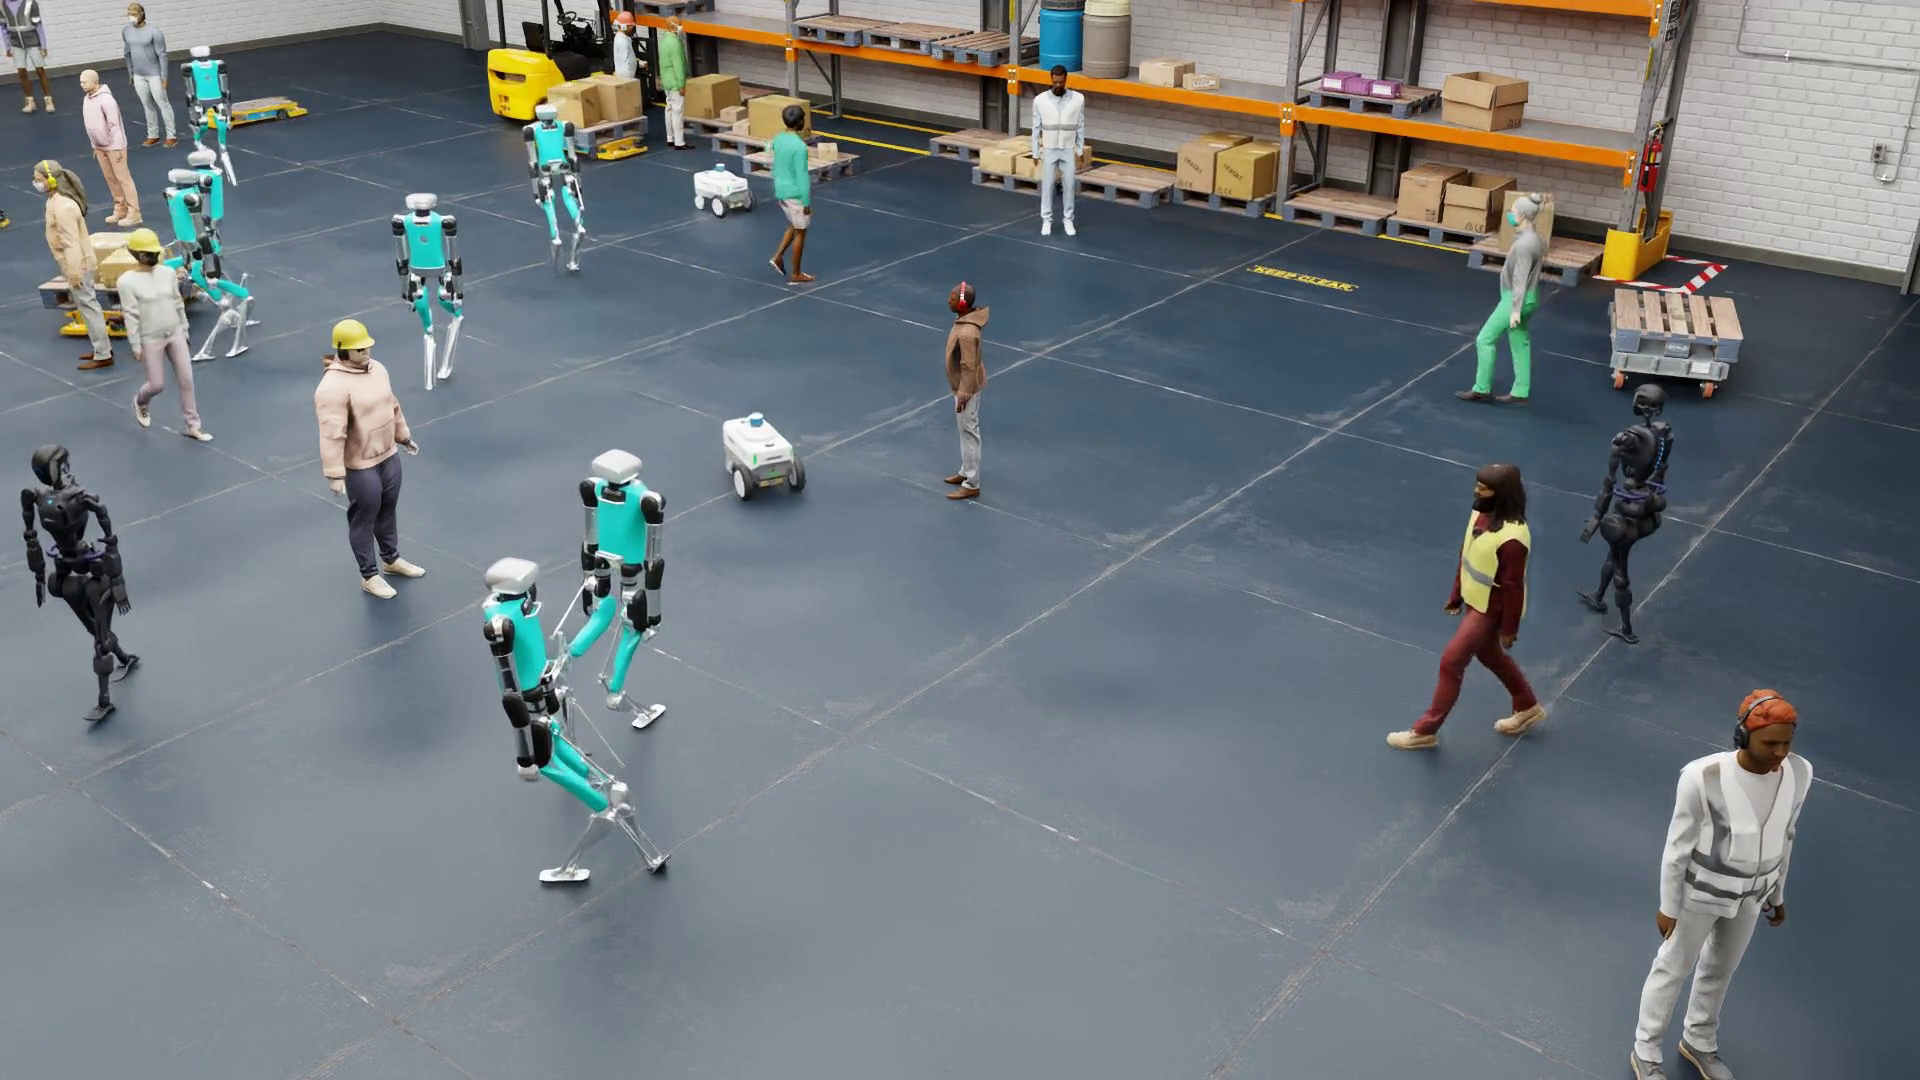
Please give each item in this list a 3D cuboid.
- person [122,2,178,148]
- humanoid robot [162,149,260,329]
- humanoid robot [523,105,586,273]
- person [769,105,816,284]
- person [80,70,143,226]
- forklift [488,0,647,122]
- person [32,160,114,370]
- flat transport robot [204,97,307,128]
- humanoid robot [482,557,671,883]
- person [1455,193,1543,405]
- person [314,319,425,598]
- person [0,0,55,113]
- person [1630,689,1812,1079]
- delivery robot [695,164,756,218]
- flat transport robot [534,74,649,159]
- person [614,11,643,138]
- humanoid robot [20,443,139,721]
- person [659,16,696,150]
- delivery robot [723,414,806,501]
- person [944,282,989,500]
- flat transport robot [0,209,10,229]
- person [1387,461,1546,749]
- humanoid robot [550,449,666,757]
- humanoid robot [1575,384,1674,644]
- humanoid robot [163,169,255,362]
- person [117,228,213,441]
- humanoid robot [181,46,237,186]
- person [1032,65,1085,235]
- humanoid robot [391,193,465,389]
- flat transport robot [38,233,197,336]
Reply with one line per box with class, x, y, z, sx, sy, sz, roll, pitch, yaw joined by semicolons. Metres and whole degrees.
person;-11.159;-6.385;22.876;0.630;1.940;0.372;5;26;10
humanoid robot;-7.308;-2.768;15.689;1.047;1.769;0.548;-5;26;-10
humanoid robot;-4.148;-3.569;17.307;0.540;1.804;0.796;-12;28;-23
person;-1.701;-3.533;17.086;0.450;1.839;0.517;-19;32;-34
person;-9.834;-4.541;19.247;0.519;1.777;0.409;14;29;26
forklift;-5.874;-7.334;24.552;1.214;2.155;2.313;19;32;34
person;-7.866;-2.454;14.818;0.395;1.871;0.557;-13;29;-25
flat transport robot;-10.542;-6.353;24.727;0.659;0.231;1.431;21;33;36
humanoid robot;-1.775;0.951;7.996;0.855;1.852;0.558;0;26;0
person;4.573;-2.032;13.987;0.712;1.817;0.566;13;29;25
person;-3.885;-0.549;10.871;0.407;1.867;0.804;8;27;17
person;-14.034;-7.442;24.965;0.607;2.035;0.416;-4;26;-8
person;3.085;1.442;6.729;0.571;1.882;0.356;-6;26;-11
delivery robot;-2.848;-4.190;19.926;0.499;0.601;0.802;-23;34;-39
flat transport robot;-5.050;-5.454;22.865;1.431;0.231;0.659;16;30;30
person;-4.672;-6.542;23.428;0.352;1.740;0.571;-6;26;-12
humanoid robot;-5.081;0.199;9.588;0.586;1.624;0.767;2;26;5
person;-3.904;-6.265;22.805;0.384;1.781;0.544;-13;29;-26
delivery robot;-1.530;-0.674;12.610;0.499;0.570;0.746;-12;28;-24
person;0.047;-1.104;12.262;0.334;1.651;0.457;-1;26;-2
flat transport robot;-11.750;-3.586;18.998;1.431;0.231;0.659;-3;26;-6
person;2.915;0.361;9.149;0.920;1.727;0.471;-1;26;-3
humanoid robot;-1.979;0.458;8.998;0.535;1.766;1.030;13;29;25
humanoid robot;4.125;-0.202;10.386;0.590;1.640;0.620;-15;29;-28
humanoid robot;-6.735;-2.489;15.059;0.548;1.794;0.788;21;33;36
person;-6.404;-1.631;13.244;0.626;1.744;0.535;16;30;29
humanoid robot;-9.461;-5.291;20.906;0.535;1.831;0.747;-20;32;-35
person;1.108;-4.417;18.839;0.597;1.909;0.399;-2;26;-3
humanoid robot;-4.531;-2.165;14.406;0.544;1.812;0.754;-3;26;-7
flat transport robot;-8.138;-2.308;16.351;0.659;0.231;1.431;2;26;4
